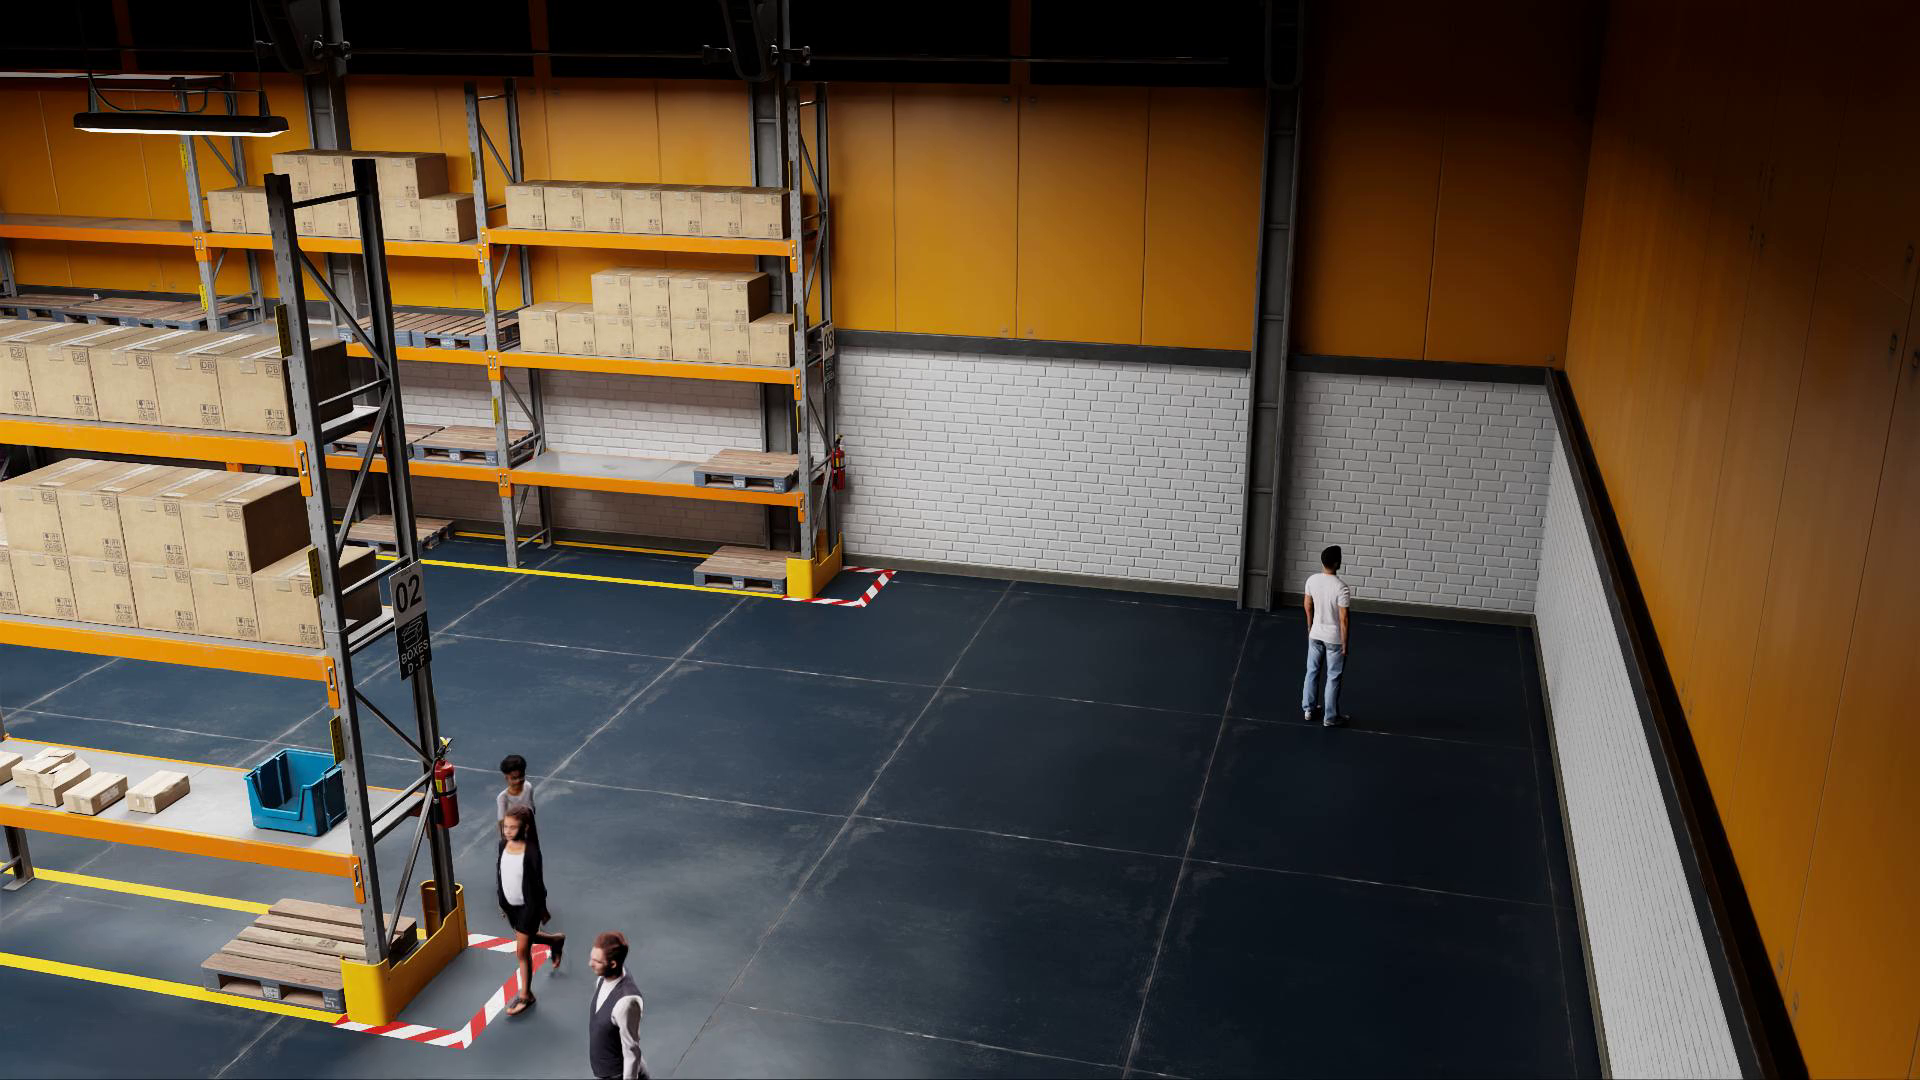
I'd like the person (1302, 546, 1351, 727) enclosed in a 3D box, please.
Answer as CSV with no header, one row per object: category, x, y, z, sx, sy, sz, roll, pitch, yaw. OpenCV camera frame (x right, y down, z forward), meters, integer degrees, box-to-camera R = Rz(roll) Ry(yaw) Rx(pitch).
person,3.665,0.943,16.570,0.820,1.867,0.707,-16,24,-39

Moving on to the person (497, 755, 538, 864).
person,-3.608,2.311,13.492,0.809,1.239,0.927,-13,23,-35

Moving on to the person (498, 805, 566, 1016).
person,-3.127,2.615,12.125,0.958,1.534,0.726,9,21,24

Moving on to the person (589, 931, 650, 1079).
person,-2.003,3.158,9.872,0.791,1.944,0.740,-10,21,-26
